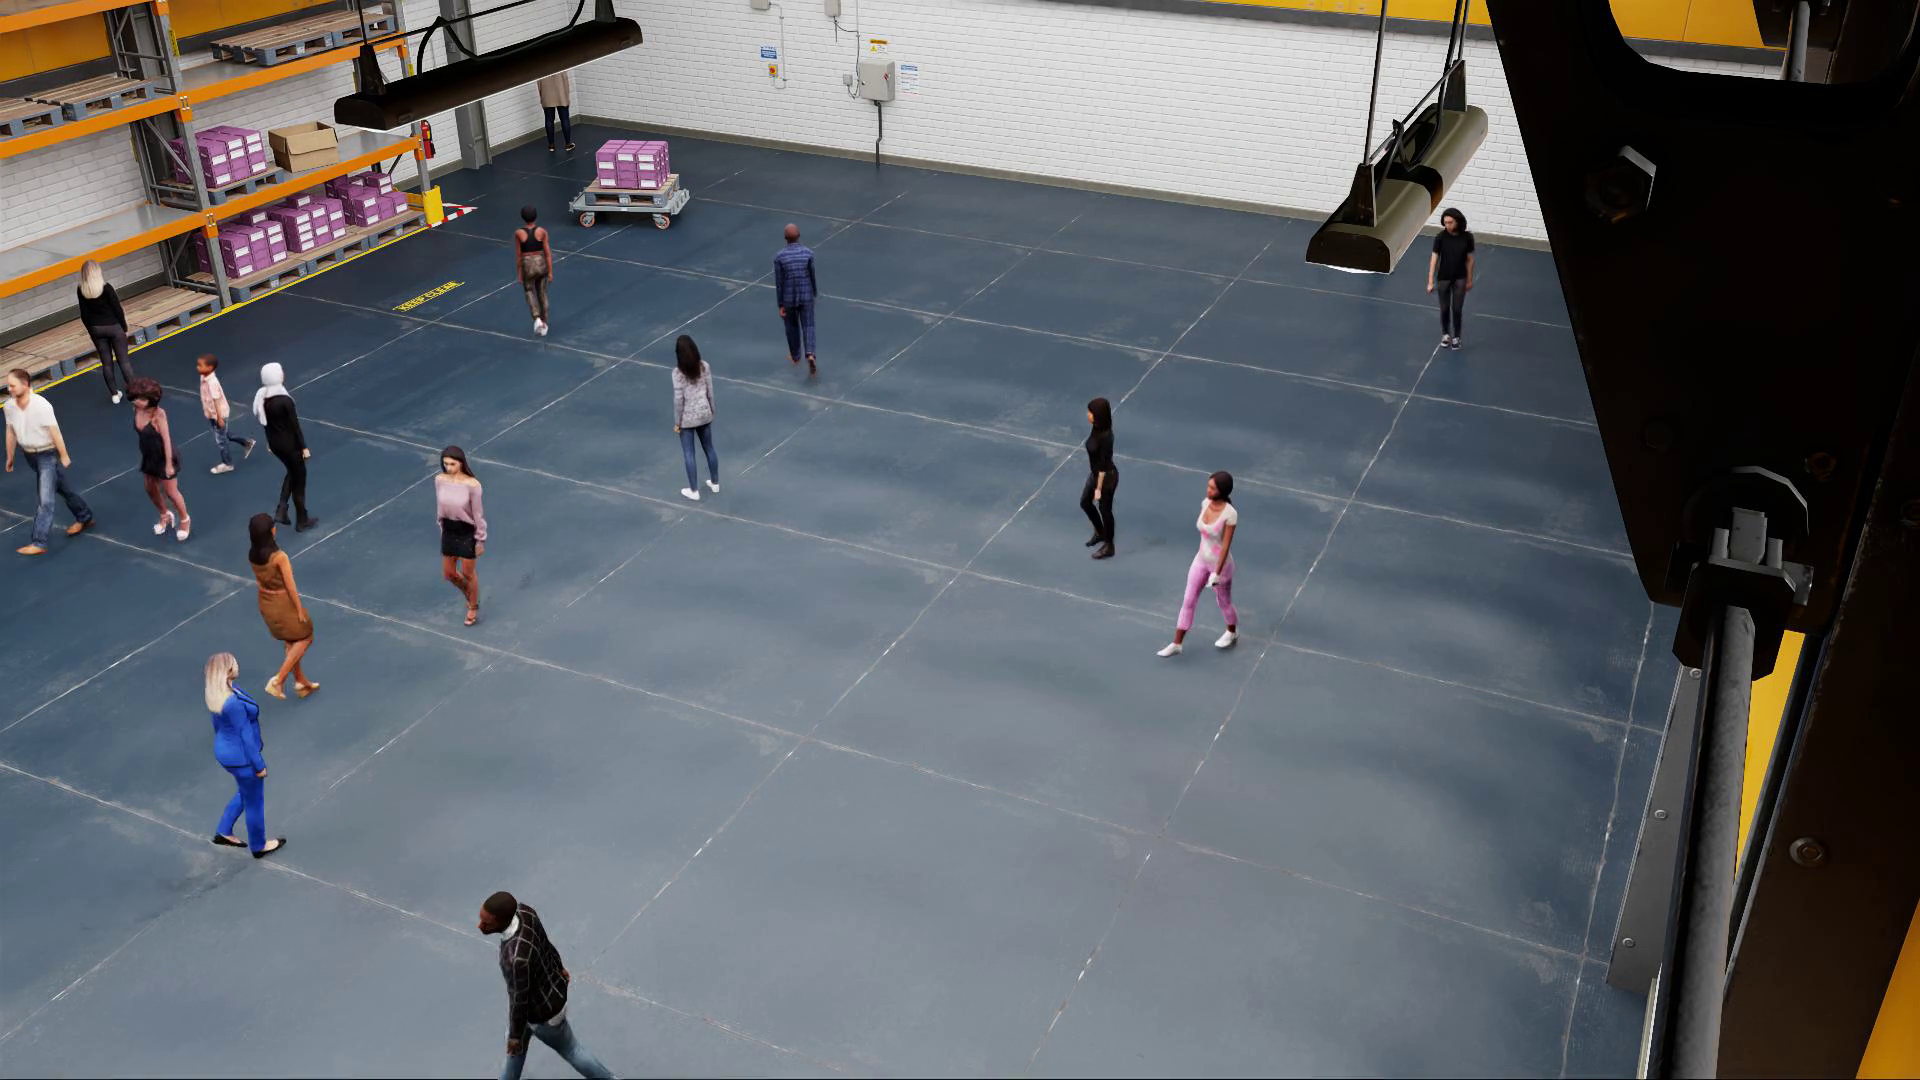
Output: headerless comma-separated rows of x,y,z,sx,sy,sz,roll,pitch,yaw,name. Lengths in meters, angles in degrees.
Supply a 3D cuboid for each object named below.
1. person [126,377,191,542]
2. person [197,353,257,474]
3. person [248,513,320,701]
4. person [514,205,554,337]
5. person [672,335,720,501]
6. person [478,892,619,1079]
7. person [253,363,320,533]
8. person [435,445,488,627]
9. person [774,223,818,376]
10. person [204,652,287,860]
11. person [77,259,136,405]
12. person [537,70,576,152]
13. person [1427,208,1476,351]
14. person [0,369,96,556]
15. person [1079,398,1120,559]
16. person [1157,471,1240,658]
-7.640,-0.773,15.917,0.710,1.749,0.583,20,35,33,person
-7.720,-1.349,17.447,0.829,1.296,0.705,-19,34,-31,person
-5.558,0.611,13.469,0.603,1.664,0.749,16,33,27,person
-5.272,-3.303,20.621,0.837,1.687,0.910,-8,30,-14,person
-2.693,-1.251,16.813,0.617,1.732,0.754,-21,35,-33,person
-2.337,2.670,9.599,1.230,1.756,1.237,-3,29,-5,person
-6.558,-0.840,16.024,0.633,1.765,0.702,15,32,25,person
-4.304,-0.056,14.563,0.713,1.787,0.724,7,29,13,person
-1.888,-2.827,19.636,1.018,1.795,1.136,-6,29,-12,person
-5.152,1.576,11.677,0.837,1.687,0.776,-21,35,-34,person
-9.700,-2.369,18.911,0.689,1.685,0.694,-2,29,-3,person
-6.894,-7.564,28.236,0.803,1.875,0.826,-2,29,-3,person
6.062,-3.225,20.370,0.702,1.790,0.705,4,29,7,person
-8.714,-0.832,15.959,0.702,1.813,1.191,11,30,19,person
1.424,-0.589,15.706,0.742,1.629,0.679,-10,30,-17,person
2.226,0.219,14.146,1.108,1.704,0.894,-19,34,-30,person
